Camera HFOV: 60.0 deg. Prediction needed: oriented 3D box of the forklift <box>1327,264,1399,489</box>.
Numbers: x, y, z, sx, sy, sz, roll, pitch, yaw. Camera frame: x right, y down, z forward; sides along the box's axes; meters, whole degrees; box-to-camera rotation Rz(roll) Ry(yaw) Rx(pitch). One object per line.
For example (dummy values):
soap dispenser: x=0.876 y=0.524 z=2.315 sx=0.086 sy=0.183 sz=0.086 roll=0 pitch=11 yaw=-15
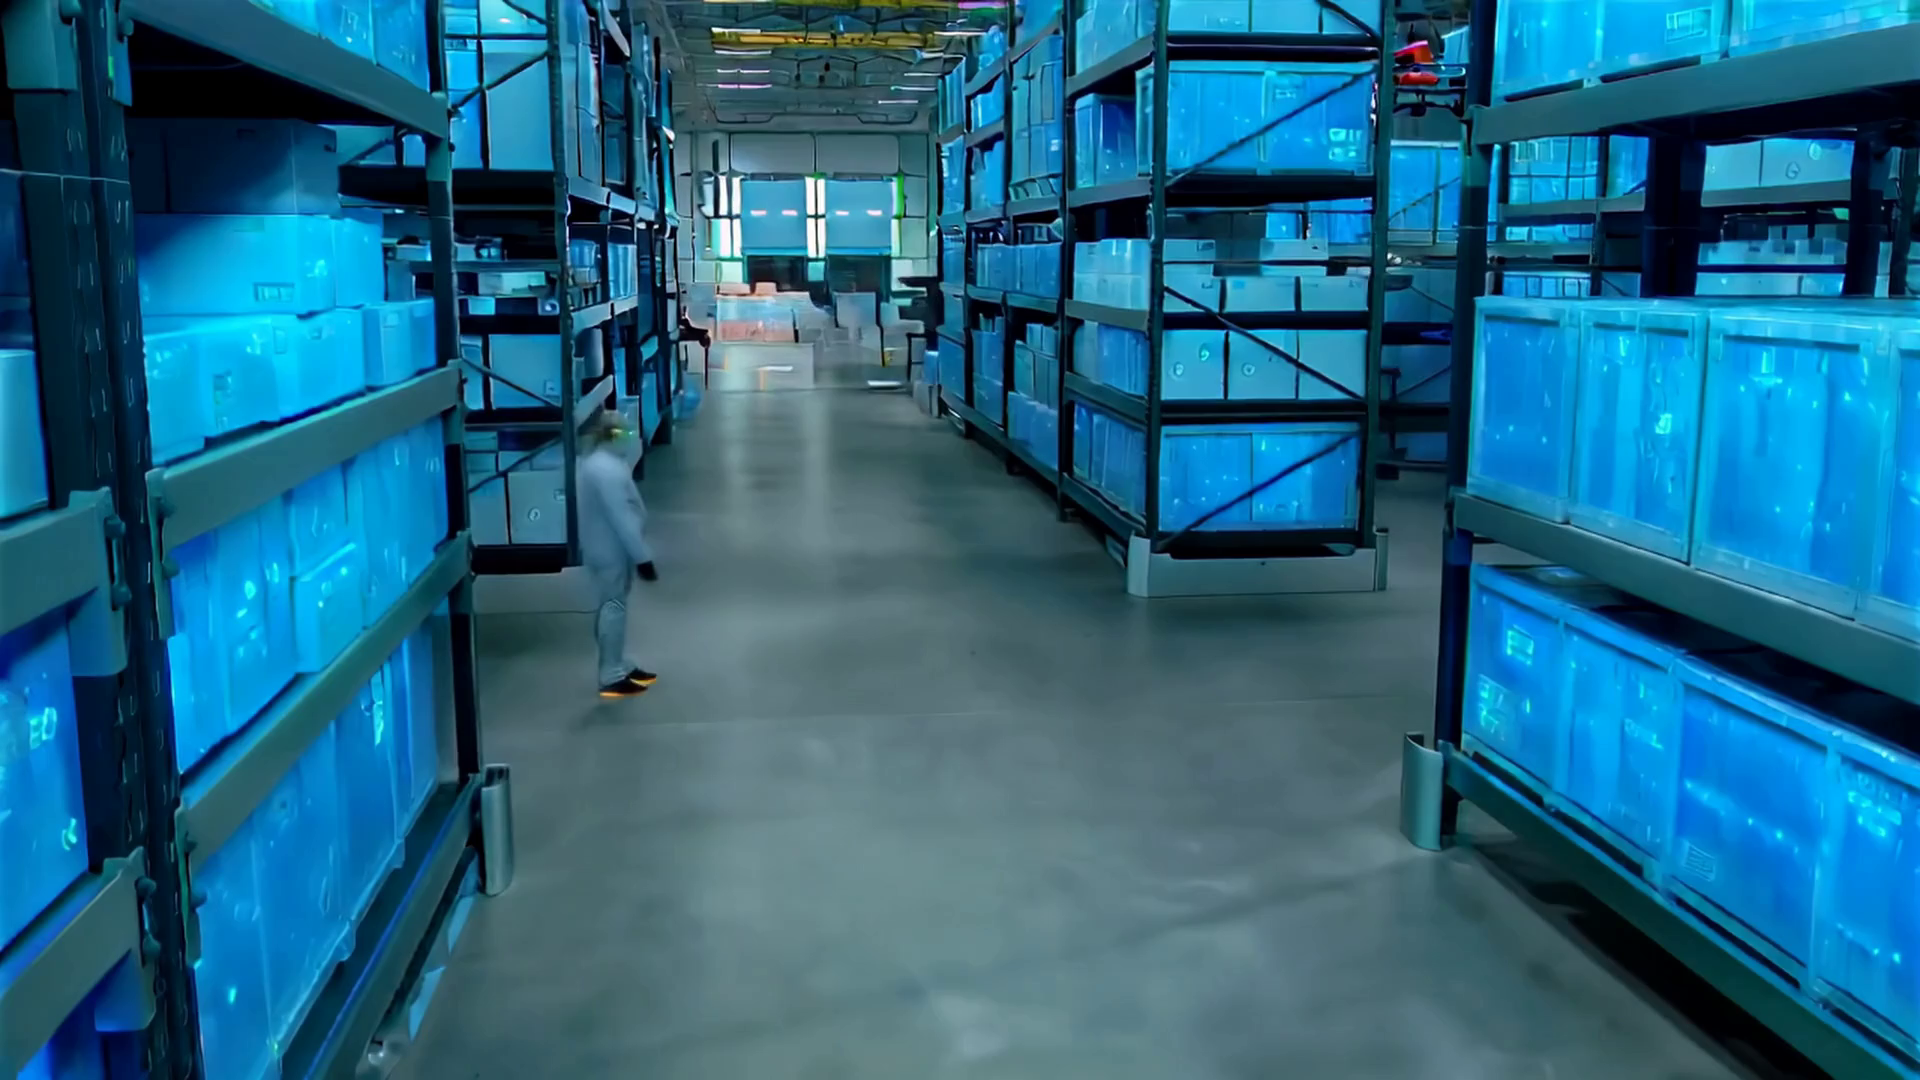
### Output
forklift: x=4.510 y=-2.154 z=21.106 sx=1.873 sy=2.768 sz=1.129 roll=8 pitch=12 yaw=38

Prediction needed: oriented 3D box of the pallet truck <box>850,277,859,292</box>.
pallet truck: x=-3.782 y=-9.391 z=65.808 sx=1.885 sy=1.965 sz=0.823 roll=2 pitch=10 yaw=10

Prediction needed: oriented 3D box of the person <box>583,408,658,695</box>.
person: x=-2.247 y=0.077 z=10.960 sx=0.424 sy=1.903 sz=0.669 roll=-2 pitch=10 yaw=-13

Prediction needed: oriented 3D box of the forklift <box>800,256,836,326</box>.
forklift: x=-5.119 y=-8.590 z=58.575 sx=1.129 sy=2.768 sz=1.873 roll=-6 pitch=12 yaw=-33

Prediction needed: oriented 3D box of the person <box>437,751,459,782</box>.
person: x=-2.944 y=0.571 z=8.213 sx=0.973 sy=1.864 sz=0.641 roll=-1 pitch=10 yaw=-8
